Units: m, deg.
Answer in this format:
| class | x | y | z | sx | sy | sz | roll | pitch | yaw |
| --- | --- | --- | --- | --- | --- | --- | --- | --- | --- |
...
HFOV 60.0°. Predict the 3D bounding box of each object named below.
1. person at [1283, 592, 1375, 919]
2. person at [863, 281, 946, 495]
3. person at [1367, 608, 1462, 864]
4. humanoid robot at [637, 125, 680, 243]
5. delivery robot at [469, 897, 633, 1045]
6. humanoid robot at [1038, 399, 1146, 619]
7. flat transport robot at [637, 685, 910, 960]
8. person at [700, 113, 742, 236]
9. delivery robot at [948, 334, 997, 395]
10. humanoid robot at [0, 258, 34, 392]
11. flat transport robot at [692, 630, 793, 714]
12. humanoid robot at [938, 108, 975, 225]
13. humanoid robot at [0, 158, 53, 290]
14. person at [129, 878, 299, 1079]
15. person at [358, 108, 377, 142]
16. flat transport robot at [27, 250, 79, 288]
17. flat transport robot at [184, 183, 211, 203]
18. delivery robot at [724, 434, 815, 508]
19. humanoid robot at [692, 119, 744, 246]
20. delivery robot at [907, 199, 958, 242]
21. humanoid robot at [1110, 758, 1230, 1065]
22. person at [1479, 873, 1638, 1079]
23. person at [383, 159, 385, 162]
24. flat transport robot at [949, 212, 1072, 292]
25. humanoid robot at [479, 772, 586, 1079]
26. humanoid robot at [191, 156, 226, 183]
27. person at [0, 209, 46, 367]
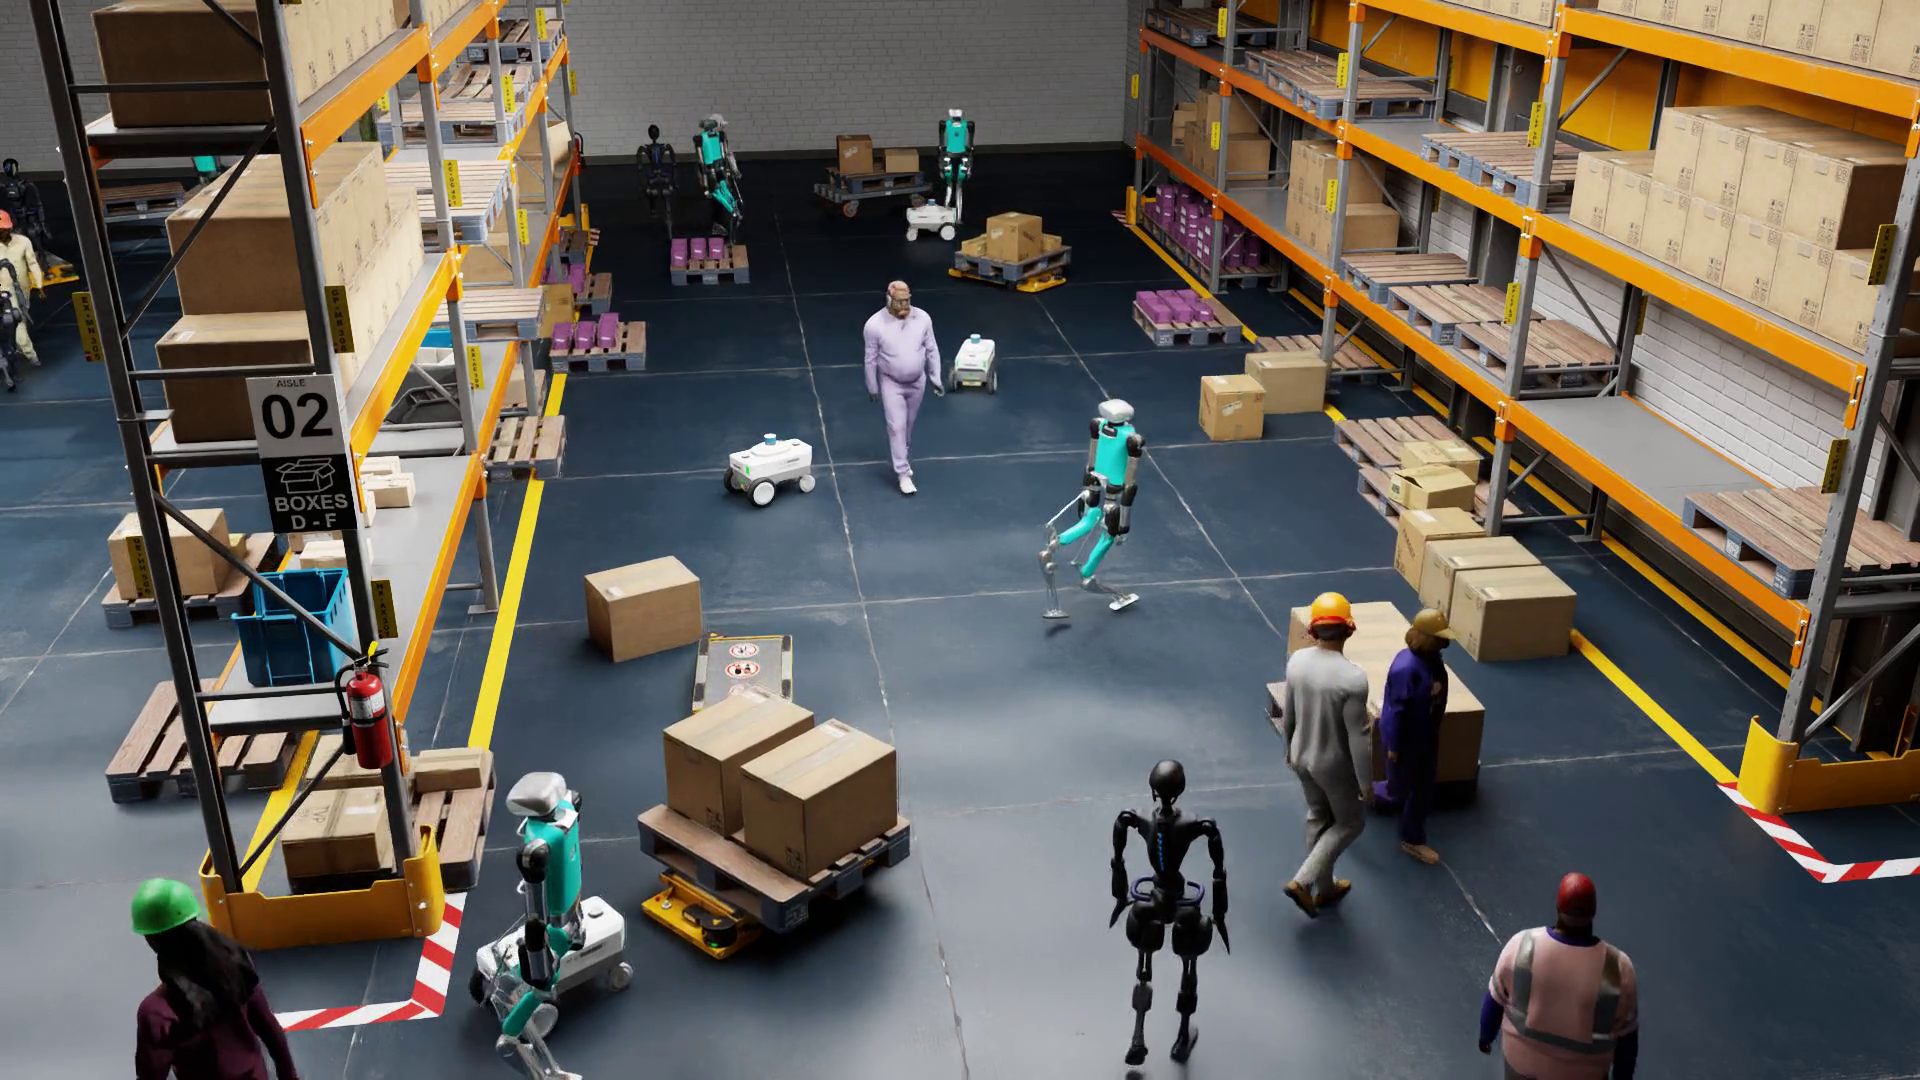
| class | x | y | z | sx | sy | sz | roll | pitch | yaw |
| --- | --- | --- | --- | --- | --- | --- | --- | --- | --- |
| person | 1.967 | 1.198 | 8.971 | 0.512 | 1.856 | 0.633 | -17 | 29 | -33 |
| person | -0.479 | -1.379 | 14.833 | 0.659 | 1.868 | 0.849 | -11 | 26 | -23 |
| person | 2.525 | 1.092 | 9.514 | 0.473 | 1.601 | 0.539 | -20 | 31 | -38 |
| humanoid robot | -4.246 | -5.011 | 23.404 | 0.598 | 1.634 | 0.762 | -7 | 25 | -15 |
| delivery robot | -2.066 | 2.127 | 8.453 | 0.757 | 0.576 | 0.499 | -20 | 31 | -38 |
| humanoid robot | 0.913 | -0.133 | 12.214 | 1.056 | 1.751 | 0.544 | -16 | 28 | -32 |
| flat transport robot | -1.040 | 1.859 | 9.442 | 0.659 | 0.231 | 1.431 | 20 | 30 | 37 |
| person | -3.422 | -5.196 | 23.676 | 0.533 | 1.742 | 0.762 | 8 | 25 | 17 |
| delivery robot | 0.157 | -1.857 | 17.567 | 0.499 | 0.607 | 0.790 | 3 | 24 | 8 |
| humanoid robot | -10.040 | -2.383 | 17.395 | 0.589 | 1.631 | 0.760 | -20 | 31 | -38 |
| flat transport robot | -1.472 | 1.017 | 11.361 | 0.659 | 0.231 | 1.431 | -2 | 24 | -5 |
| humanoid robot | -0.067 | -5.478 | 24.316 | 0.575 | 1.754 | 0.867 | 0 | 24 | 1 |
| humanoid robot | -11.796 | -3.982 | 20.980 | 0.599 | 1.657 | 0.315 | -3 | 24 | -8 |
| person | -3.003 | 2.207 | 6.641 | 1.025 | 1.878 | 0.579 | 9 | 25 | 20 |
| person | -9.323 | -6.305 | 26.370 | 0.677 | 1.609 | 0.504 | -10 | 26 | -22 |
| flat transport robot | -12.131 | -3.546 | 21.757 | 0.659 | 0.231 | 1.431 | -22 | 32 | -40 |
| flat transport robot | -9.768 | -3.968 | 22.717 | 0.659 | 0.231 | 1.431 | -3 | 24 | -6 |
| delivery robot | -1.686 | -0.643 | 14.792 | 0.802 | 0.598 | 0.499 | -17 | 29 | -33 |
| humanoid robot | -3.241 | -4.864 | 23.020 | 0.819 | 1.826 | 0.539 | 18 | 29 | 35 |
| delivery robot | -0.399 | -4.555 | 23.689 | 0.777 | 0.587 | 0.499 | 0 | 24 | 1 |
| humanoid robot | 0.984 | 1.791 | 7.848 | 0.590 | 1.643 | 0.498 | 6 | 24 | 13 |
| person | 2.494 | 2.144 | 6.963 | 0.638 | 1.734 | 0.446 | 11 | 26 | 23 |
| person | -6.983 | -3.688 | 20.145 | 0.523 | 1.827 | 0.567 | 2 | 24 | 5 |
| flat transport robot | 0.609 | -3.467 | 21.577 | 1.431 | 0.231 | 0.659 | 19 | 30 | 36 |
| humanoid robot | -2.021 | 1.853 | 7.622 | 0.666 | 1.795 | 0.541 | 3 | 24 | 7 |
| humanoid robot | -10.118 | -4.891 | 23.031 | 0.578 | 1.793 | 0.854 | 14 | 27 | 29 |
| person | -10.452 | -2.823 | 18.324 | 0.892 | 1.704 | 0.573 | 20 | 31 | 38 |
